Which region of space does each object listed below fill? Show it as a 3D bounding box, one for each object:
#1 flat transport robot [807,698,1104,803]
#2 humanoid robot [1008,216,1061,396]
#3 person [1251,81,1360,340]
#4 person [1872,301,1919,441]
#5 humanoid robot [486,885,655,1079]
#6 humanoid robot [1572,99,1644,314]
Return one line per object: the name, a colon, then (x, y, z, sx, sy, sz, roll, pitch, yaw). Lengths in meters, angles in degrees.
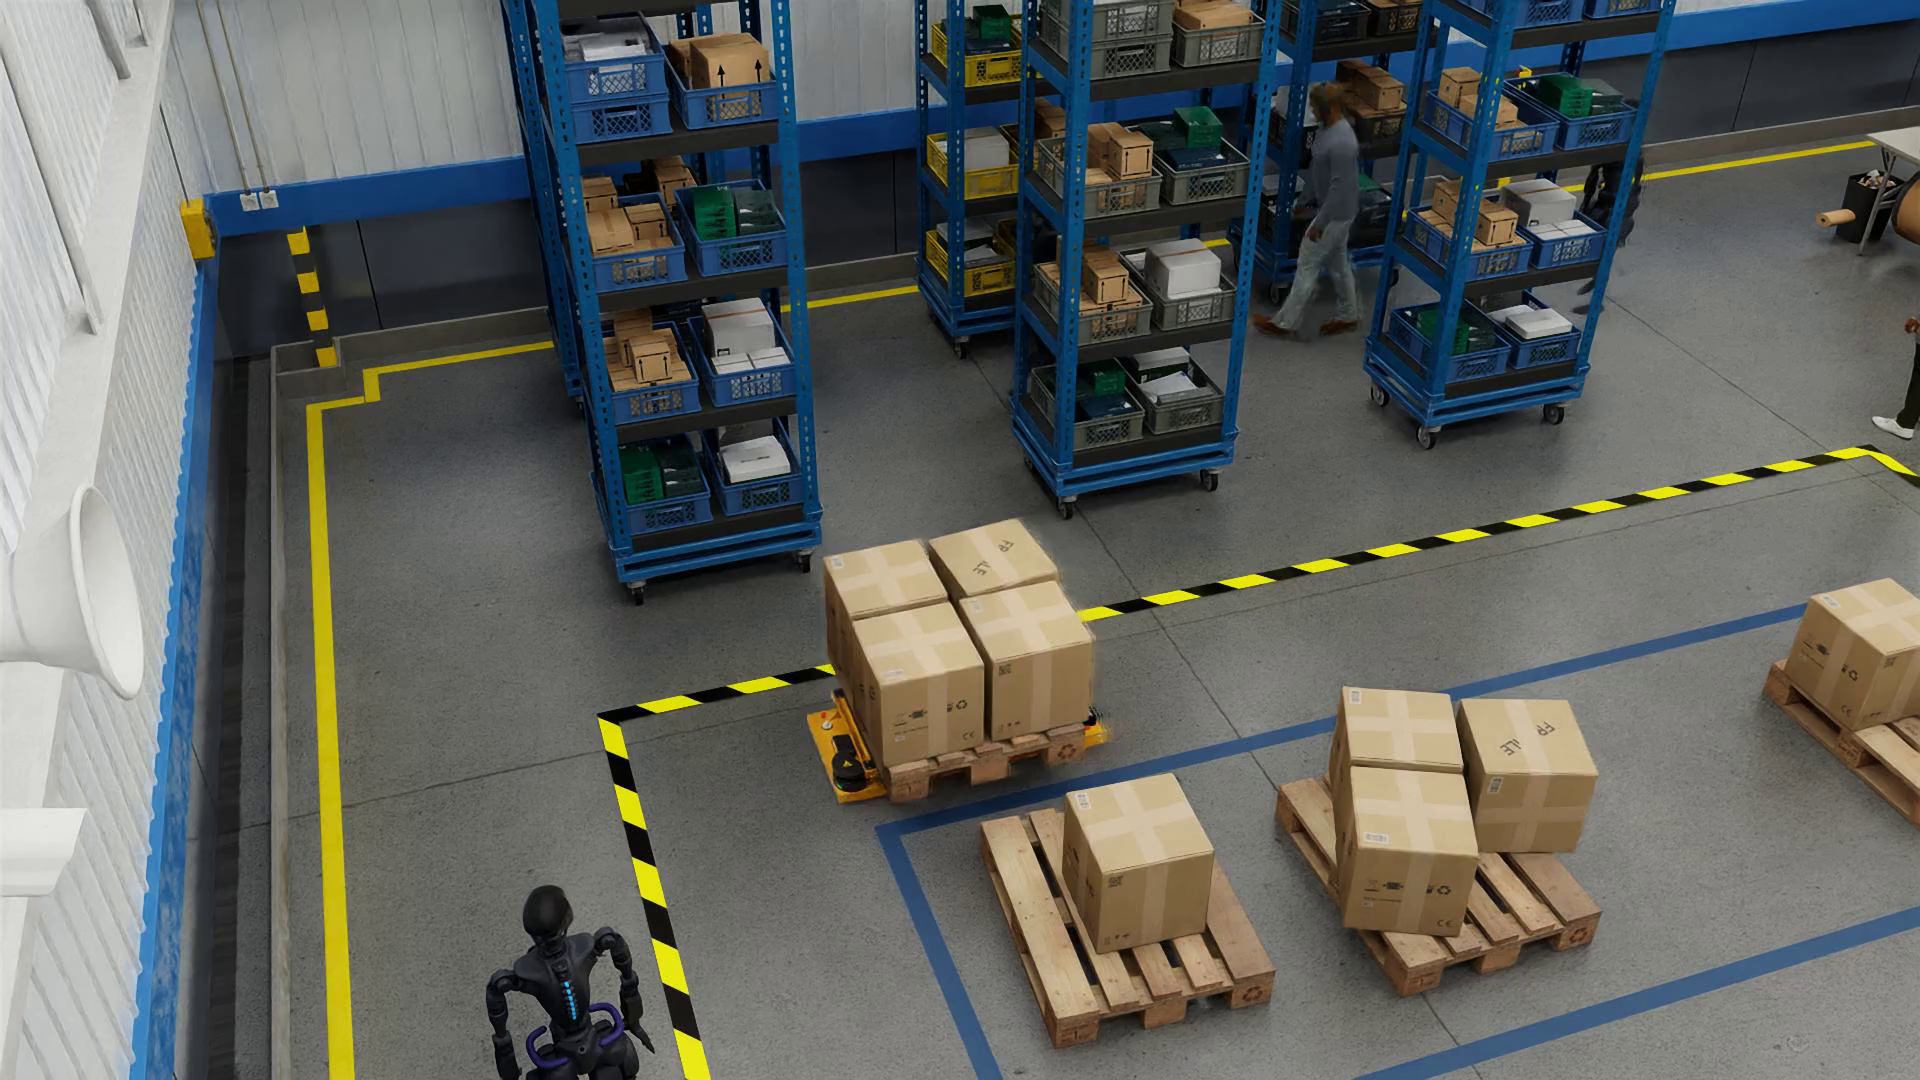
flat transport robot: (-0.031, 0.940, 8.698, 1.431, 0.197, 0.652, -11, 37, -15)
humanoid robot: (0.550, -1.563, 11.048, 0.365, 1.641, 0.610, -24, 41, -29)
person: (2.590, -2.358, 12.003, 0.866, 1.878, 0.664, 4, 35, 5)
person: (6.447, -1.516, 10.836, 0.587, 1.848, 0.399, -9, 36, -13)
humanoid robot: (-1.420, 1.903, 6.124, 0.599, 1.655, 0.315, -18, 39, -24)
humanoid robot: (4.835, -2.449, 12.307, 0.385, 1.649, 0.595, -9, 36, -13)
